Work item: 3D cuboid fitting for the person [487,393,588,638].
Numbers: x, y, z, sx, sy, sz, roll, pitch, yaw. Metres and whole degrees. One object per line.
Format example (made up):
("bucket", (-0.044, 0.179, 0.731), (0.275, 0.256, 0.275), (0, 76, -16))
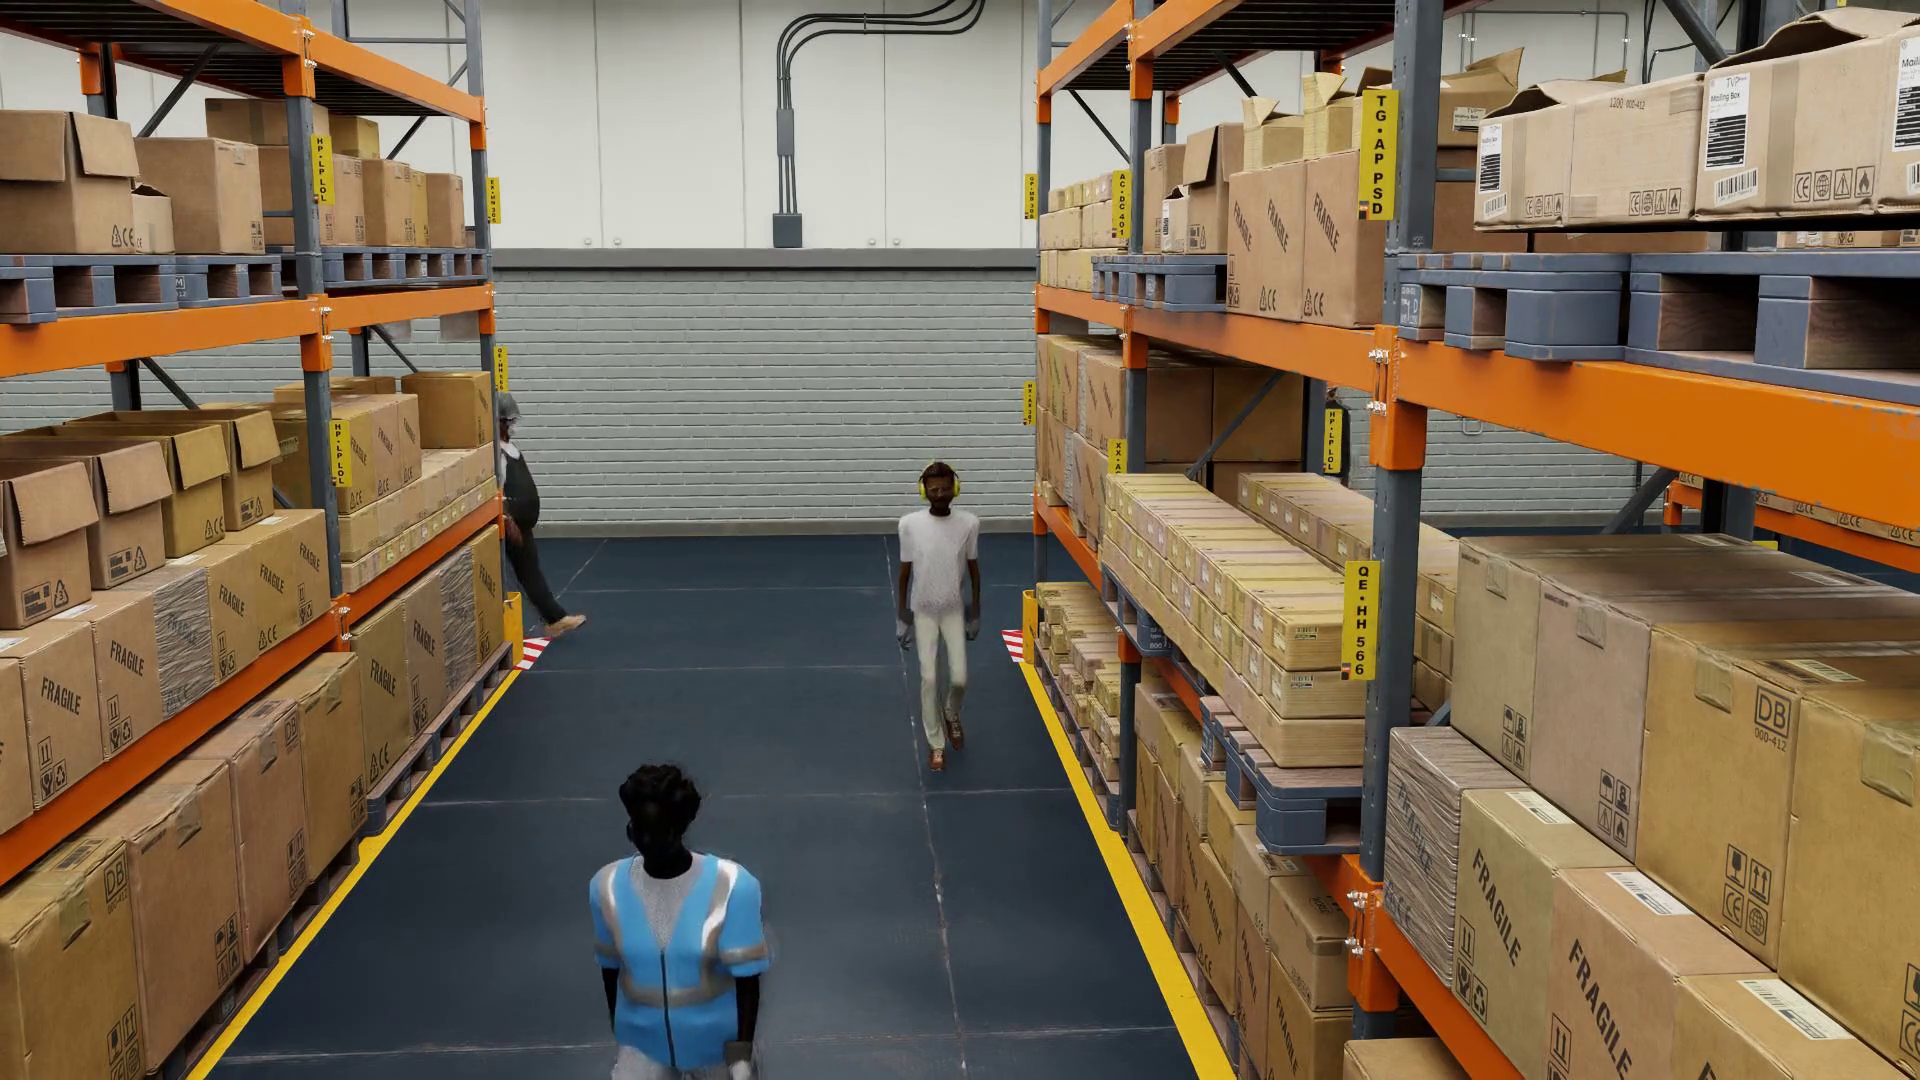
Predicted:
("person", (-3.479, -0.172, 12.957), (0.996, 2.000, 0.697), (1, 10, 5))

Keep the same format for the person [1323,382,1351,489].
("person", (3.433, -0.652, 16.005), (0.957, 1.954, 0.639), (6, 11, 32))

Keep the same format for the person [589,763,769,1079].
("person", (-0.793, 1.419, 4.773), (0.529, 1.642, 0.918), (1, 10, 4))

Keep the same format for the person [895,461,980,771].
("person", (-0.136, 0.438, 9.923), (0.515, 1.852, 0.446), (-1, 10, -5))
